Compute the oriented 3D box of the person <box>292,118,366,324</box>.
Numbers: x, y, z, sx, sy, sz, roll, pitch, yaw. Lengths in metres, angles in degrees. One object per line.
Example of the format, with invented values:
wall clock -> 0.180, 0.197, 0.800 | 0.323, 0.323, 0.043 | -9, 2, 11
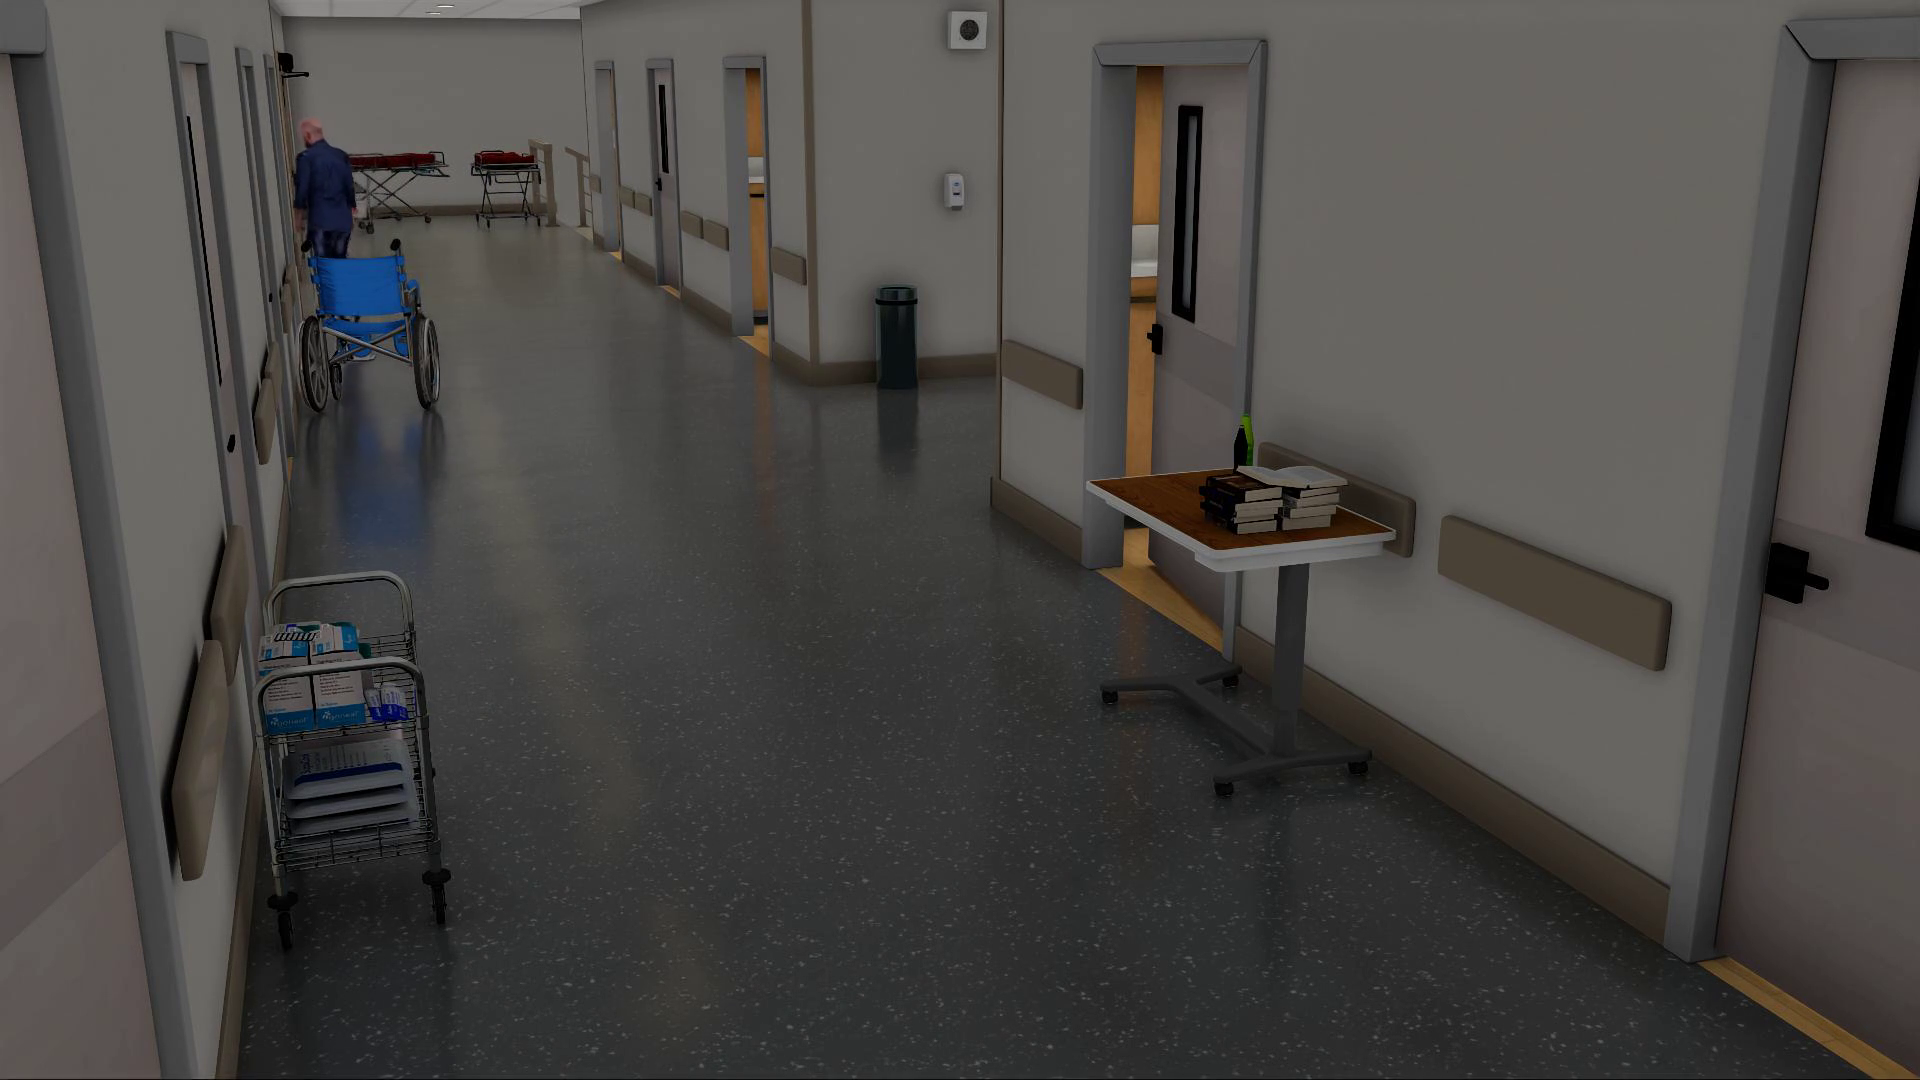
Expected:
person -> -5.380, -2.673, 14.250 | 1.127, 1.801, 1.062 | 10, 18, 31
